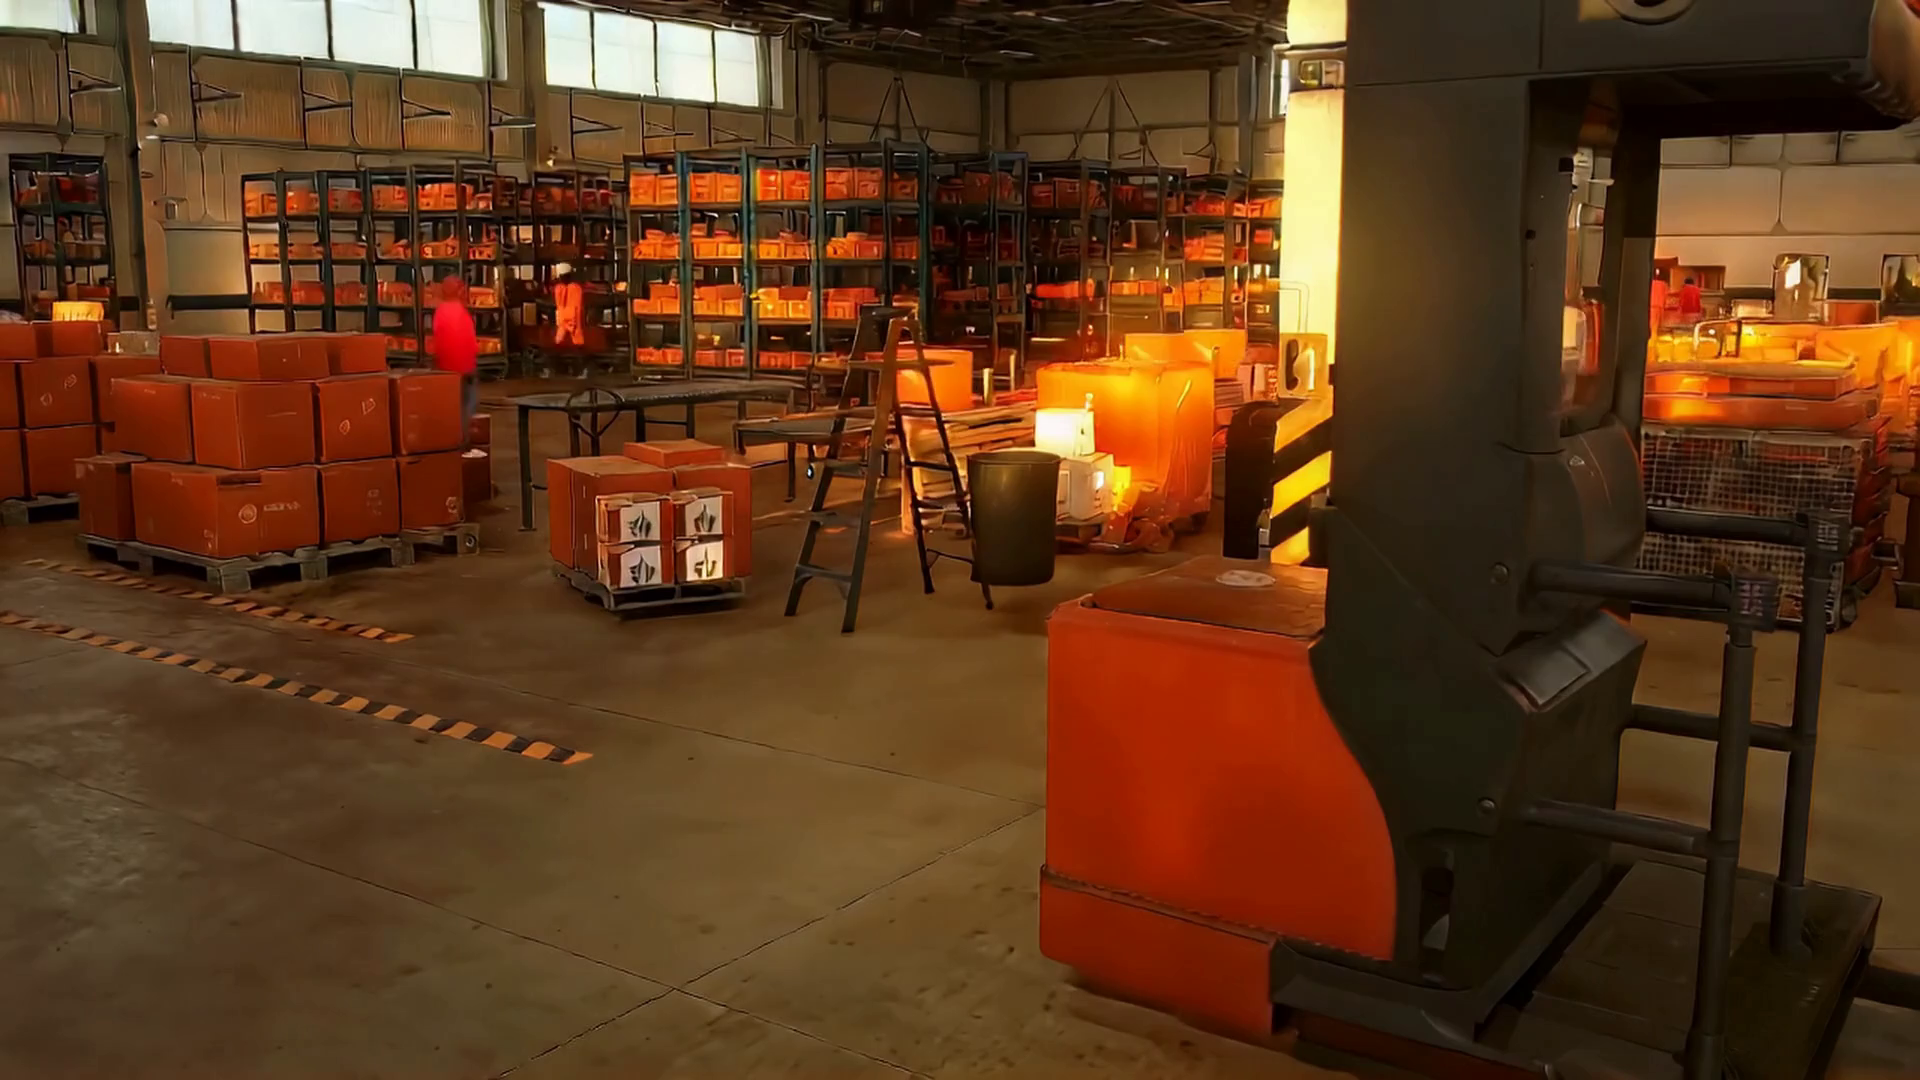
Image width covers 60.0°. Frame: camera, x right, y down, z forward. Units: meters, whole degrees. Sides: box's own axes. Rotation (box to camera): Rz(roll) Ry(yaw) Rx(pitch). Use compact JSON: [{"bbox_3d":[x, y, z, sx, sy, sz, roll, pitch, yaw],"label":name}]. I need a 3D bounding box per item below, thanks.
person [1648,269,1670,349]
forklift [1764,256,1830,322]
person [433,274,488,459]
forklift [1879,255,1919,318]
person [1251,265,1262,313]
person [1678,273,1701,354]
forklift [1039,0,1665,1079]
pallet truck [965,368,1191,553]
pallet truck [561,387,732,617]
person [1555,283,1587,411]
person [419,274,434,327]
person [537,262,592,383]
[{"bbox_3d":[16.062,-5.335,38.409,0.563,1.839,0.394,3,10,18],"label":"person"},{"bbox_3d":[20.253,-5.854,40.139,1.157,1.987,2.680,7,12,35],"label":"forklift"},{"bbox_3d":[-5.104,-1.732,16.787,0.582,1.890,0.663,-7,12,-35],"label":"person"},{"bbox_3d":[22.089,-5.634,38.796,1.157,1.987,2.680,6,11,33],"label":"forklift"},{"bbox_3d":[7.798,-6.324,43.924,0.469,1.971,0.613,-5,11,-29],"label":"person"},{"bbox_3d":[15.963,-4.947,36.327,0.334,1.766,0.530,-4,10,-22],"label":"person"},{"bbox_3d":[1.249,-0.137,4.360,1.873,2.768,1.129,7,12,35],"label":"forklift"},{"bbox_3d":[0.845,-0.609,11.869,1.630,1.274,0.653,7,12,35],"label":"pallet truck"},{"bbox_3d":[-1.981,-0.274,10.088,0.680,1.201,1.601,-5,11,-28],"label":"pallet truck"},{"bbox_3d":[7.184,-2.192,19.887,0.622,1.787,0.839,0,10,1],"label":"person"},{"bbox_3d":[-11.584,-4.894,36.077,0.359,1.742,0.563,4,10,24],"label":"person"},{"bbox_3d":[-6.526,-3.583,27.529,0.639,1.984,1.050,8,12,39],"label":"person"}]
